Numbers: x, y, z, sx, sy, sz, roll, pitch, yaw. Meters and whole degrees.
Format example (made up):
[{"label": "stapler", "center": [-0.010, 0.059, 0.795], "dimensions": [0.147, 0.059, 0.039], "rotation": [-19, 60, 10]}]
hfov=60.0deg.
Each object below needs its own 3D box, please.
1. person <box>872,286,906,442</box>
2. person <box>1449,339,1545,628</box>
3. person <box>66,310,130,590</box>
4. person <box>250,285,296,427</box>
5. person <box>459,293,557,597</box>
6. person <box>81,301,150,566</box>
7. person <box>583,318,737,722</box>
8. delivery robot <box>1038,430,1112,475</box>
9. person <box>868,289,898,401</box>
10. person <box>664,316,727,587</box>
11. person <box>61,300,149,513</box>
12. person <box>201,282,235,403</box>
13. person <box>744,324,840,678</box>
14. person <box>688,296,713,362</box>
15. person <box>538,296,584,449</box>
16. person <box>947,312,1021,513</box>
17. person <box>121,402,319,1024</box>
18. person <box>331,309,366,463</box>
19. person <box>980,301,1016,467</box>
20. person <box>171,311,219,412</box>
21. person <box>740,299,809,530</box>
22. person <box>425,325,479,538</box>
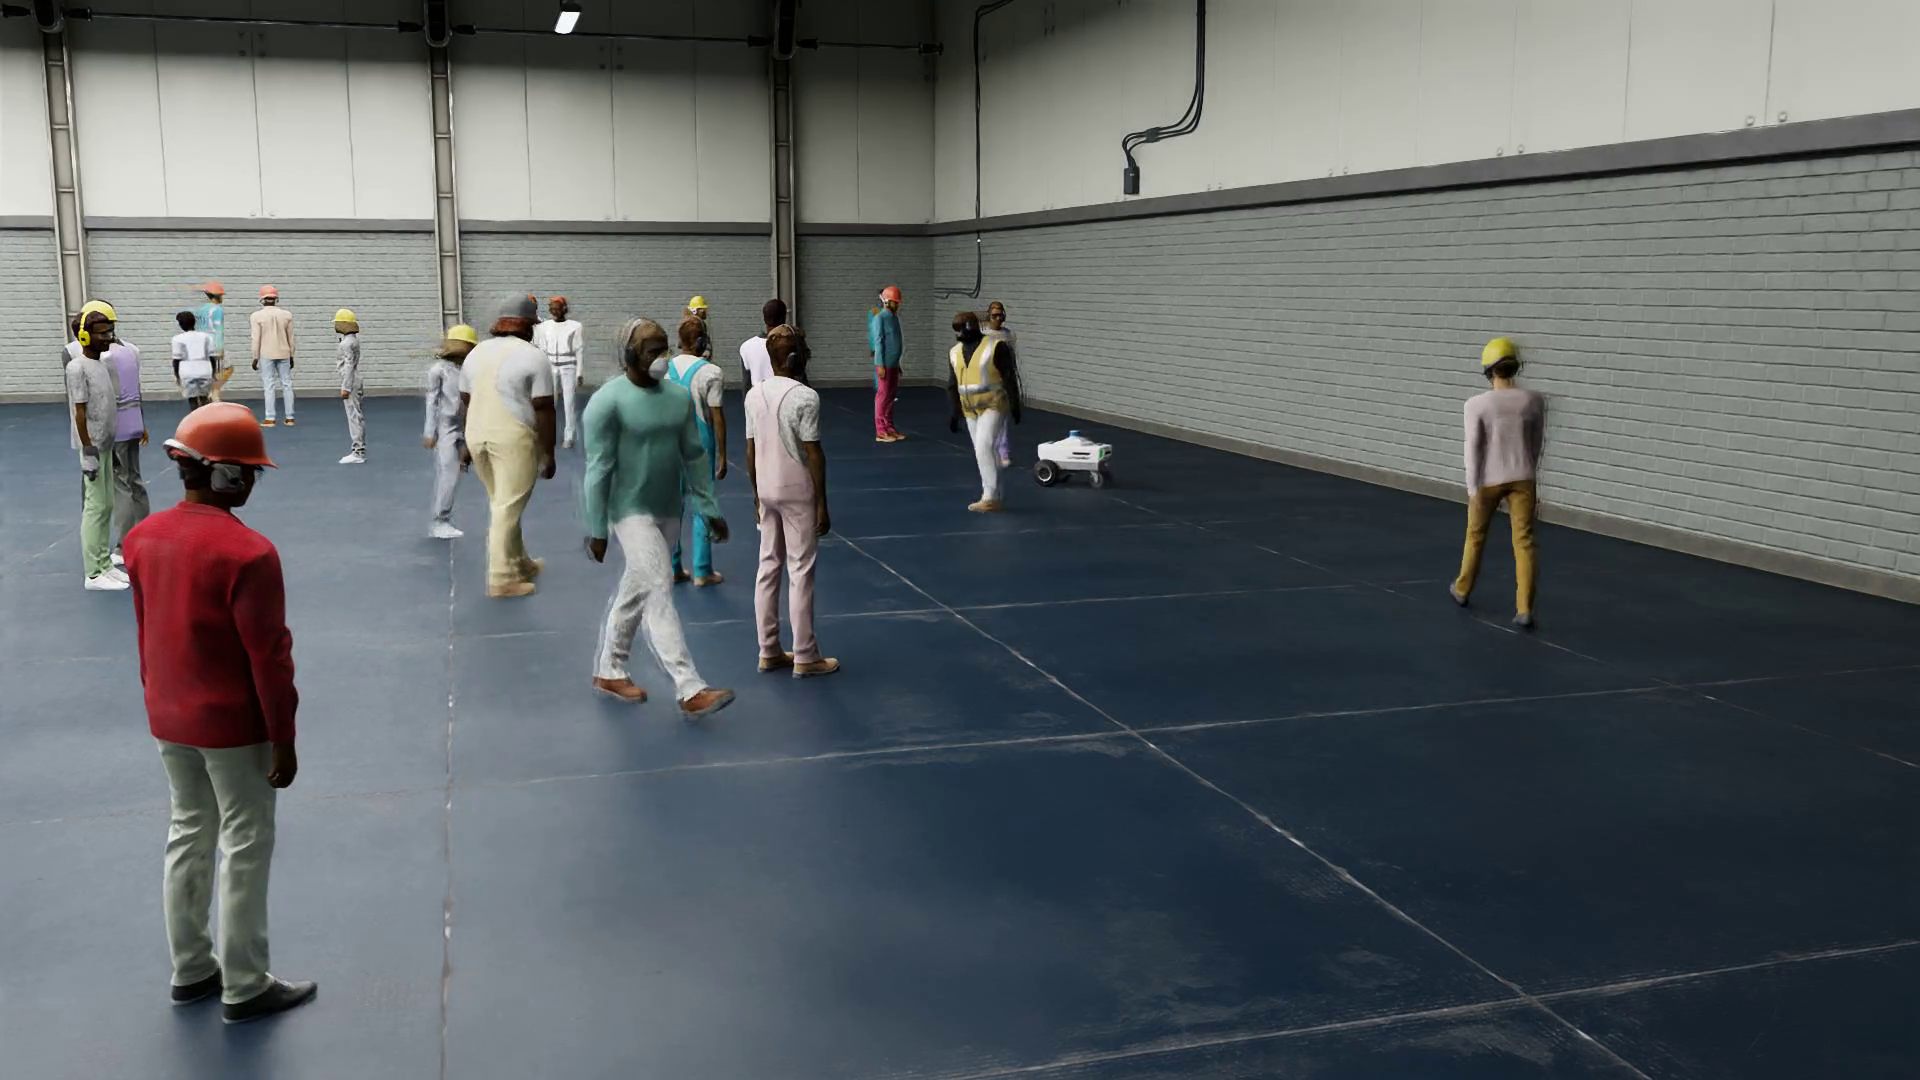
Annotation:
[{"label": "person", "center": [-0.909, -2.264, 21.419], "dimensions": [0.387, 1.989, 0.608], "rotation": [3, 10, 20]}, {"label": "person", "center": [3.297, -0.358, 10.136], "dimensions": [0.531, 1.715, 0.933], "rotation": [0, 9, -1]}, {"label": "person", "center": [-5.772, -0.599, 11.174], "dimensions": [0.326, 1.871, 0.520], "rotation": [-2, 9, -11]}, {"label": "person", "center": [-9.715, -2.599, 23.531], "dimensions": [0.610, 1.996, 0.378], "rotation": [-8, 12, -43]}, {"label": "person", "center": [-2.944, -0.672, 11.093], "dimensions": [0.705, 2.000, 0.833], "rotation": [5, 10, 29]}, {"label": "person", "center": [-6.156, -0.767, 12.088], "dimensions": [0.382, 1.920, 0.585], "rotation": [0, 9, 0]}, {"label": "person", "center": [-1.429, -0.097, 7.915], "dimensions": [1.007, 1.886, 0.648], "rotation": [6, 11, 33]}, {"label": "delivery robot", "center": [1.155, -0.859, 16.703], "dimensions": [0.707, 0.478, 0.477], "rotation": [4, 10, 22]}, {"label": "person", "center": [-1.269, -3.310, 28.393], "dimensions": [0.652, 1.908, 0.428], "rotation": [-8, 12, -42]}, {"label": "person", "center": [-1.809, -0.589, 11.236], "dimensions": [0.518, 1.835, 0.352], "rotation": [3, 9, 16]}, {"label": "person", "center": [-6.645, -0.903, 12.955], "dimensions": [0.392, 1.920, 0.587], "rotation": [6, 11, 35]}, {"label": "person", "center": [-11.845, -3.087, 26.536], "dimensions": [0.655, 2.027, 0.448], "rotation": [8, 12, 41]}, {"label": "person", "center": [-0.890, -0.199, 8.700], "dimensions": [0.508, 1.846, 0.345], "rotation": [6, 11, 35]}, {"label": "person", "center": [-3.783, -2.608, 24.105], "dimensions": [0.403, 1.835, 0.588], "rotation": [2, 9, 12]}, {"label": "person", "center": [-4.907, -2.052, 20.432], "dimensions": [0.583, 1.882, 0.390], "rotation": [1, 9, 4]}, {"label": "person", "center": [0.165, -1.127, 14.821], "dimensions": [0.705, 1.794, 0.641], "rotation": [9, 12, 44]}, {"label": "person", "center": [-2.062, 0.483, 4.681], "dimensions": [0.575, 1.740, 0.348], "rotation": [5, 10, 27]}, {"label": "person", "center": [-6.939, -1.743, 18.877], "dimensions": [0.297, 1.744, 0.487], "rotation": [-2, 9, -13]}, {"label": "person", "center": [0.386, -1.713, 18.404], "dimensions": [0.501, 1.838, 0.341], "rotation": [-3, 9, -20]}, {"label": "person", "center": [-9.949, -2.138, 21.604], "dimensions": [0.564, 1.667, 0.454], "rotation": [-7, 12, -40]}, {"label": "person", "center": [-1.523, -1.025, 13.741], "dimensions": [0.593, 1.919, 0.391], "rotation": [3, 9, 19]}, {"label": "person", "center": [-4.082, -0.871, 13.408], "dimensions": [0.471, 1.709, 0.516], "rotation": [4, 10, 23]}]
